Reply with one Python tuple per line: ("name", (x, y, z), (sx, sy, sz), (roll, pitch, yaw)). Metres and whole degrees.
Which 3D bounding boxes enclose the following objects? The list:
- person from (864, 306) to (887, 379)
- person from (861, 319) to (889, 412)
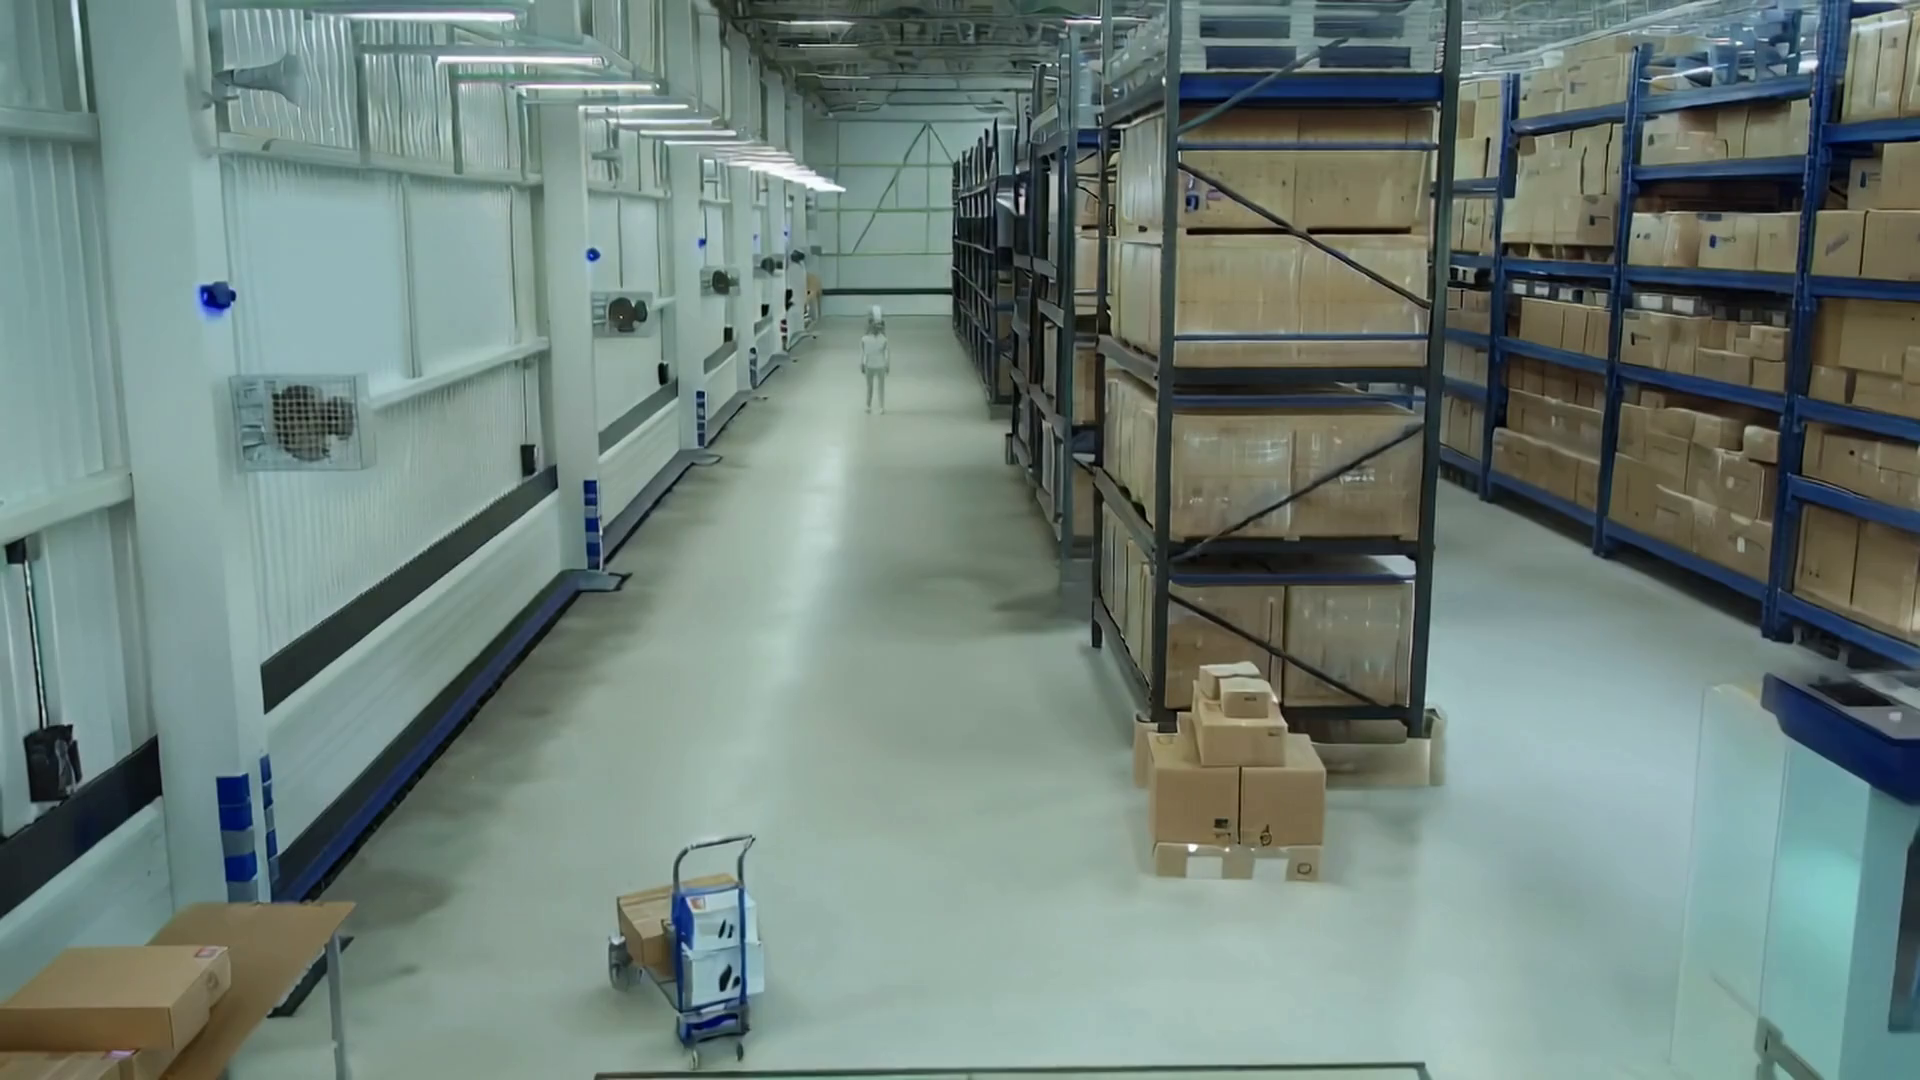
("person", (-2.163, -5.070, 42.784), (0.598, 1.906, 0.413), (-3, 11, -15))
("person", (-1.817, -3.730, 35.595), (0.615, 1.988, 0.402), (0, 11, 2))
